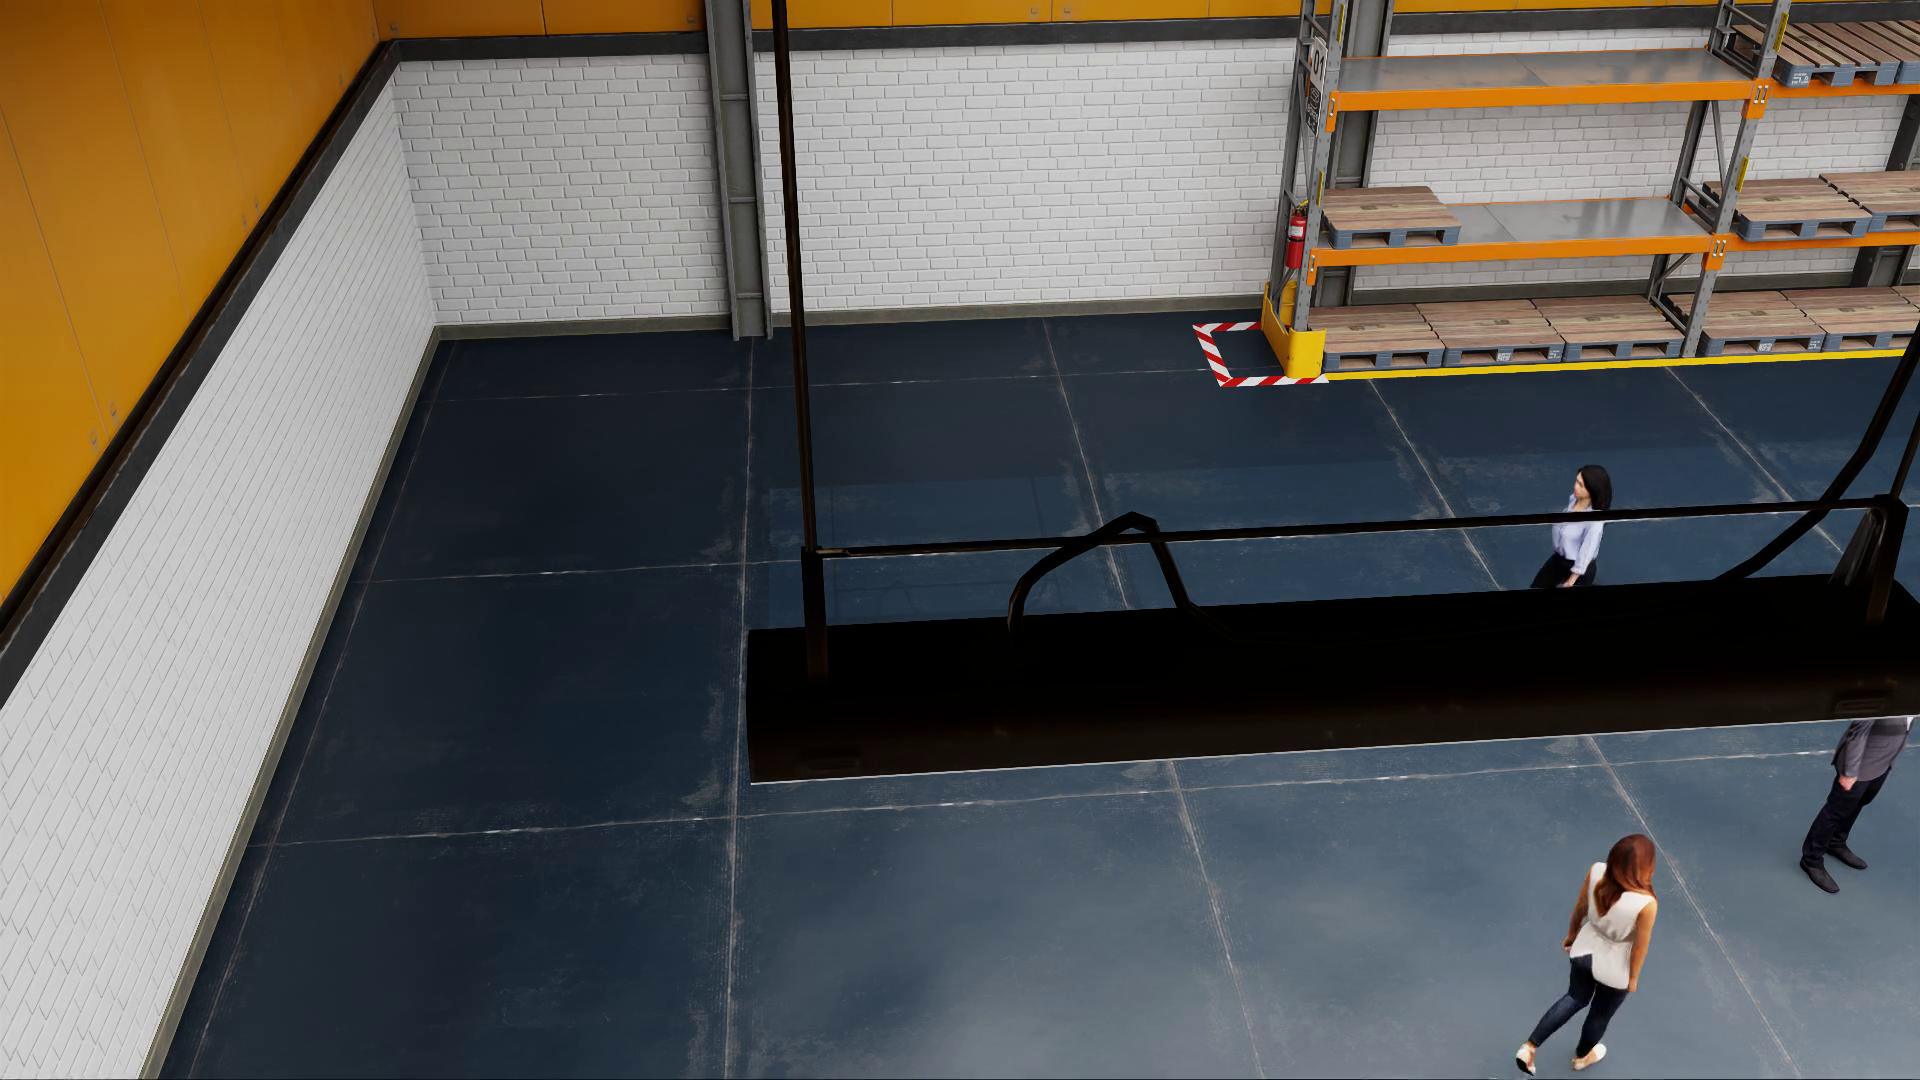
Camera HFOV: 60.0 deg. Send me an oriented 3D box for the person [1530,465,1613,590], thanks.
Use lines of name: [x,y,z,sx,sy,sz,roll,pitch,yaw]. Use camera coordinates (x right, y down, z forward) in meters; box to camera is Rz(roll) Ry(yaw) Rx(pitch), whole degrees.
person: [4.479,0.222,11.938,0.697,1.730,0.678,-7,34,-10]

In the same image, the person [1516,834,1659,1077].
person: [3.350,2.266,8.827,0.998,1.771,0.816,-17,37,-24]

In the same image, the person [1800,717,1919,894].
person: [5.574,1.316,10.192,0.748,1.841,0.875,-22,40,-30]
